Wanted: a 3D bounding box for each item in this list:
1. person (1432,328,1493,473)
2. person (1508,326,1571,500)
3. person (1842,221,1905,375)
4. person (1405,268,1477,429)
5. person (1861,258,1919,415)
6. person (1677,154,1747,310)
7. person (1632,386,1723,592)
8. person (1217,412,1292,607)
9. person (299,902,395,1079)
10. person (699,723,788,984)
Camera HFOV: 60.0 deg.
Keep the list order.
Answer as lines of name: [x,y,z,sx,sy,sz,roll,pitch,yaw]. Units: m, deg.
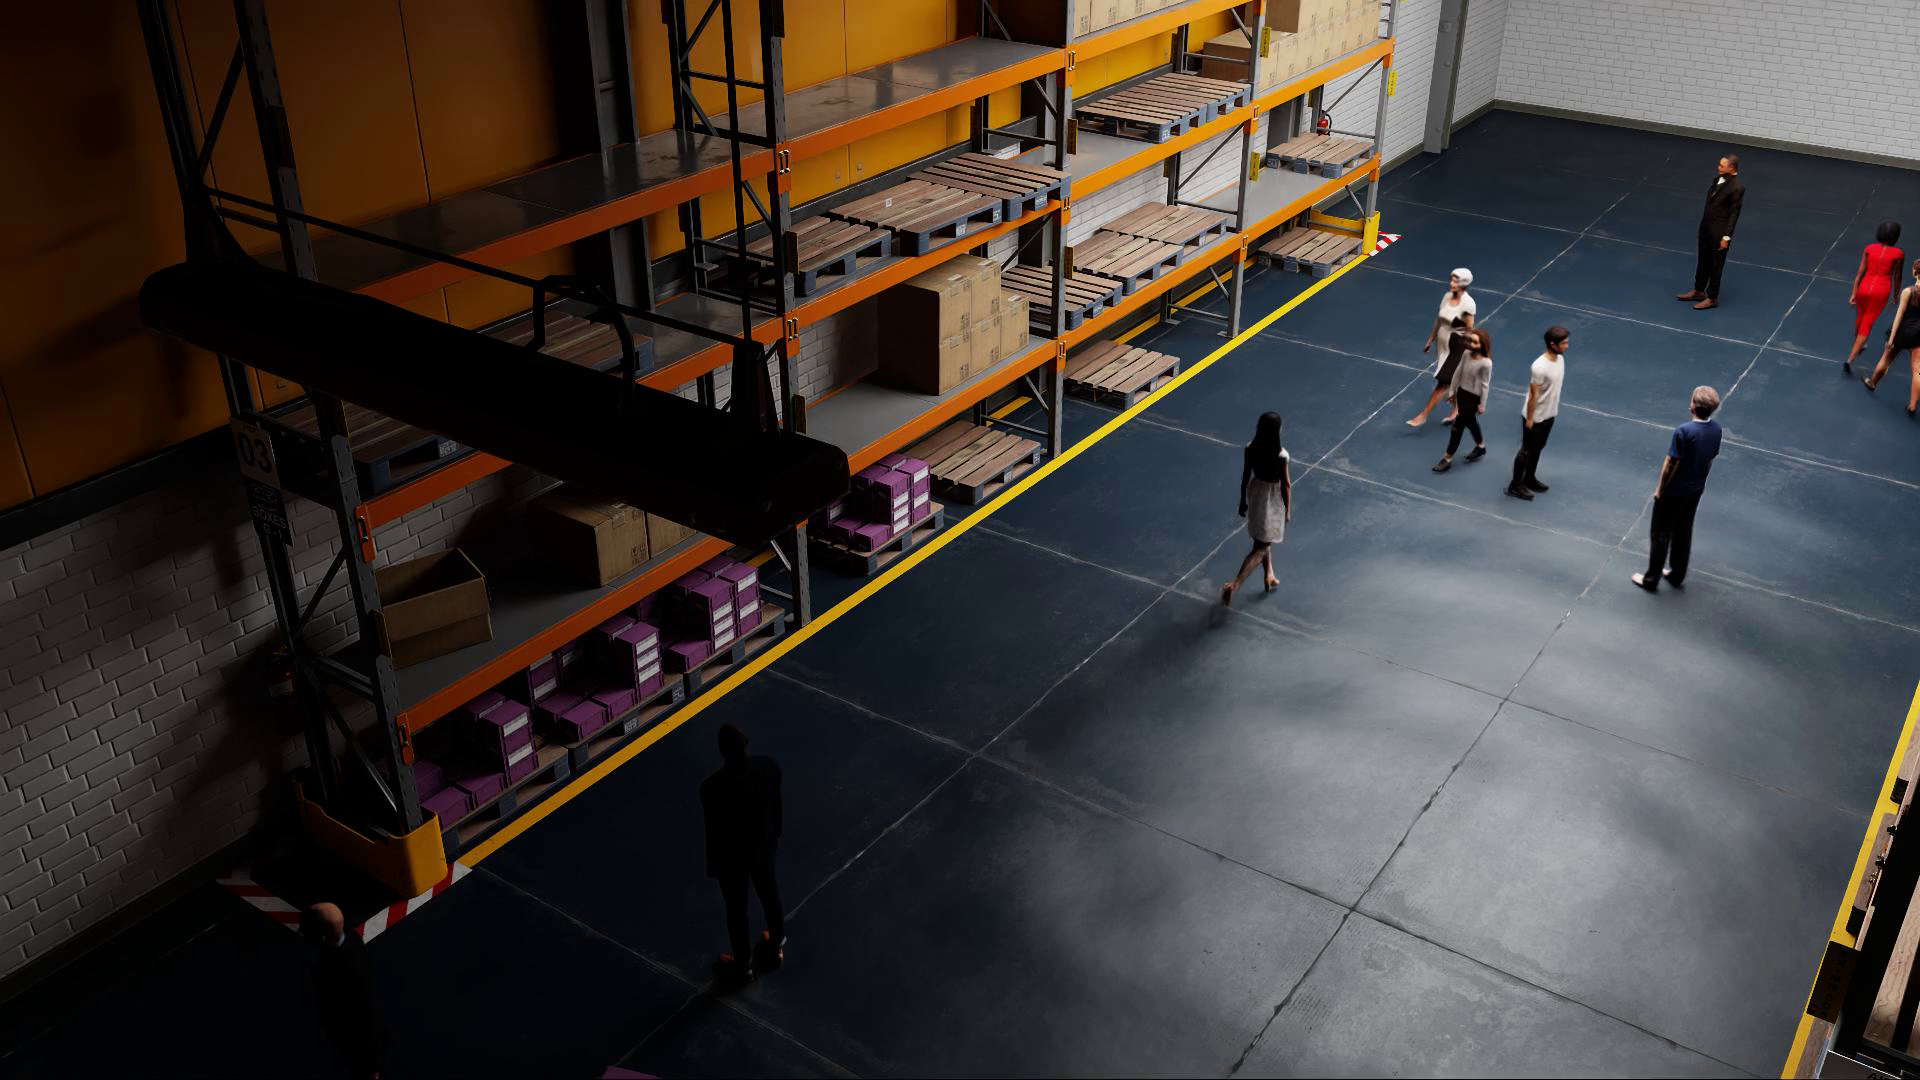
person: [5.099,-1.413,16.468,1.006,1.455,0.828,-13,31,-23]
person: [5.523,-1.239,15.873,0.722,1.718,0.525,25,37,38]
person: [10.110,-2.654,18.481,1.121,1.706,0.718,-25,37,-37]
person: [5.158,-1.968,17.210,1.125,1.719,0.999,-10,30,-18]
person: [10.090,-2.129,17.591,1.058,1.636,1.211,1,29,2]
person: [9.273,-3.786,20.352,0.858,1.902,0.791,-4,29,-7]
person: [6.196,-0.431,14.240,0.695,1.864,0.805,-11,30,-19]
person: [2.514,-0.209,13.959,0.701,1.744,1.170,23,36,36]
person: [-3.169,2.599,8.755,0.713,1.797,0.750,-18,33,-29]
person: [-1.294,1.879,10.053,0.645,1.818,0.820,-21,35,-33]
